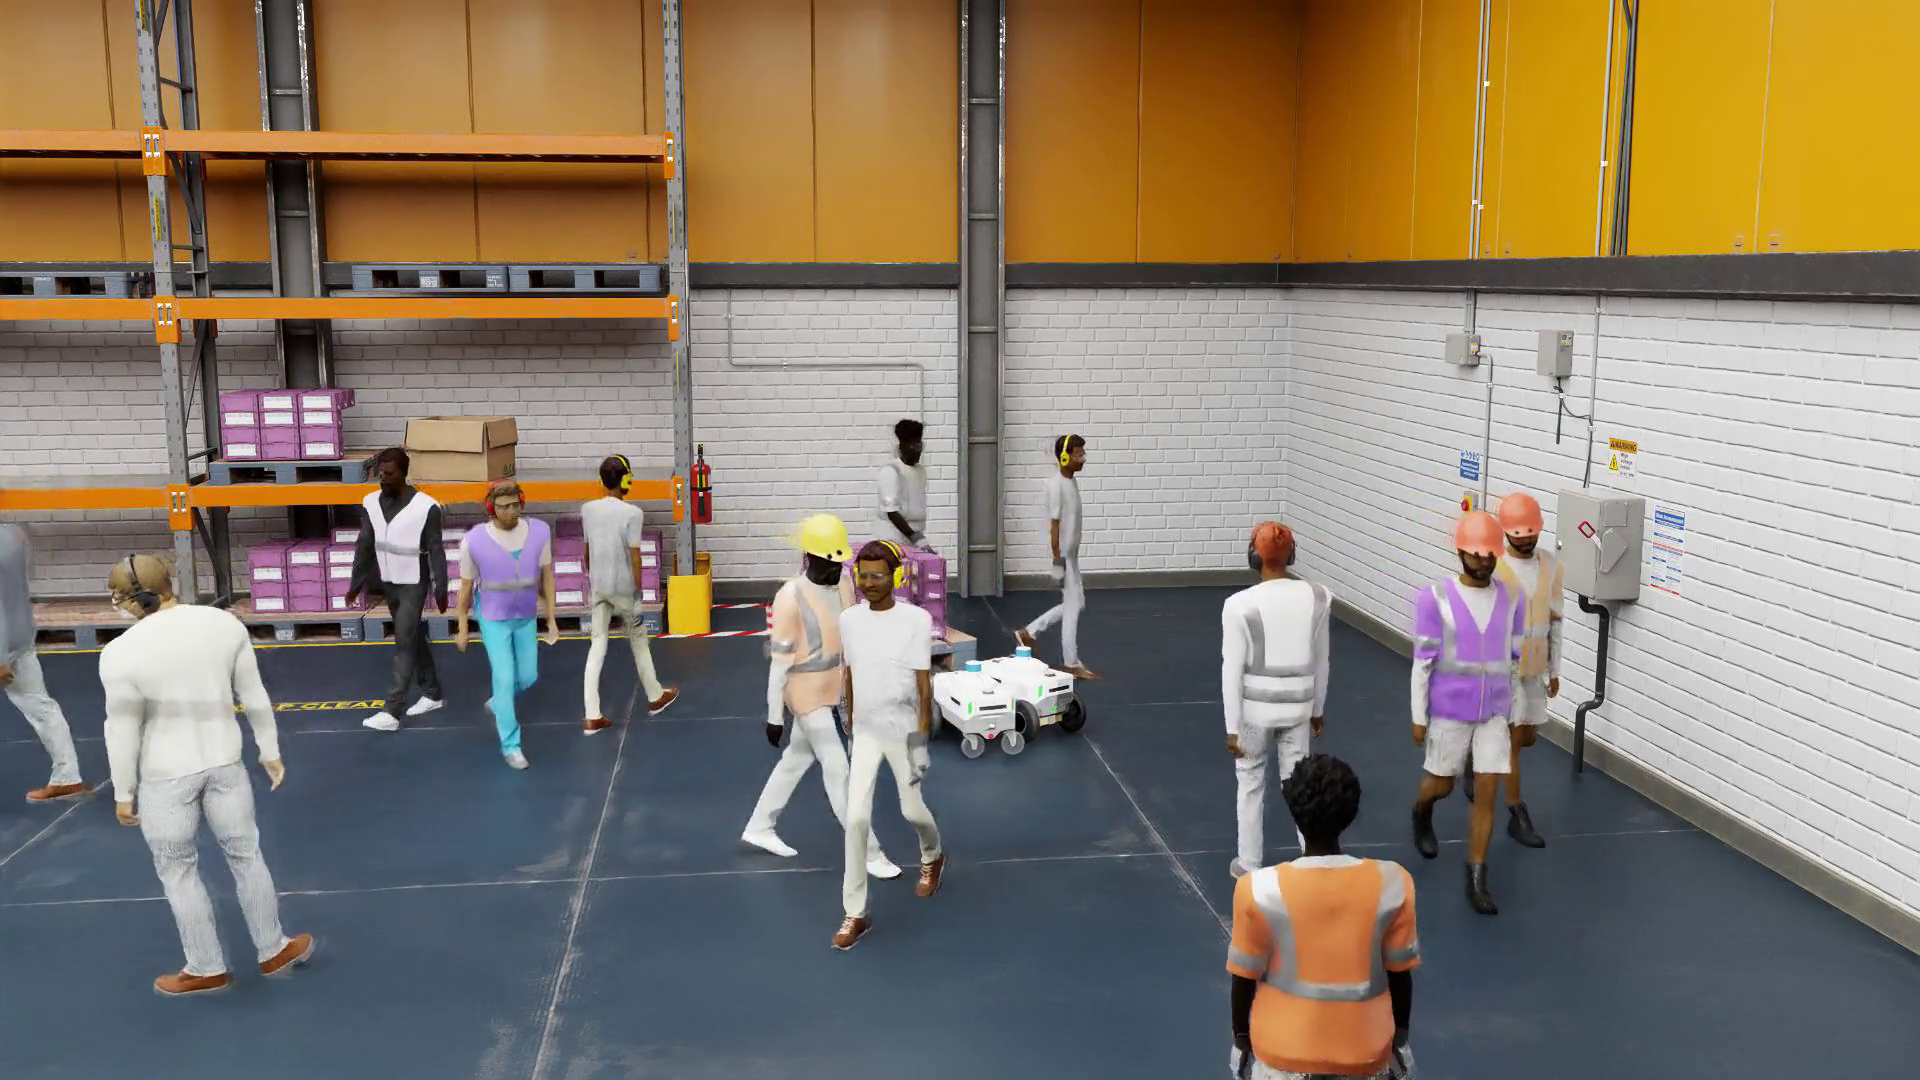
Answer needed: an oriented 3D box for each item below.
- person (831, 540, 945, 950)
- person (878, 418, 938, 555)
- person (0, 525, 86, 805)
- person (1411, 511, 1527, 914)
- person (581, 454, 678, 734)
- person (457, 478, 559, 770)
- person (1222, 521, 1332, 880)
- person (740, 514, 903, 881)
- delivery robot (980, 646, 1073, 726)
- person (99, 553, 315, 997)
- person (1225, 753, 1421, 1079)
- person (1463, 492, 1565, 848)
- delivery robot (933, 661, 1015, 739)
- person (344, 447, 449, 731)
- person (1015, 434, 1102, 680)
[{"bbox_3d":[-0.319,0.887,7.755,0.518,1.836,0.954,3,10,20],"label":"person"},{"bbox_3d":[-0.365,0.018,12.867,0.526,1.926,0.633,5,10,27],"label":"person"},{"bbox_3d":[-5.511,0.600,9.352,1.035,1.879,0.647,-2,9,-13],"label":"person"},{"bbox_3d":[2.456,0.787,8.125,0.549,1.913,0.792,0,9,-3],"label":"person"},{"bbox_3d":[-2.266,0.337,11.191,0.539,1.826,0.936,4,10,21],"label":"person"},{"bbox_3d":[-2.865,0.485,10.337,0.577,1.805,0.716,-8,12,-41],"label":"person"},{"bbox_3d":[1.531,0.840,7.954,0.582,1.865,0.778,-2,9,-12],"label":"person"},{"bbox_3d":[-0.734,0.773,8.399,0.957,1.865,0.671,4,10,24],"label":"person"},{"bbox_3d":[0.418,0.949,11.028,0.477,0.478,0.707,-7,12,-39],"label":"delivery robot"},{"bbox_3d":[-3.171,0.975,7.008,0.436,1.893,0.795,7,12,38],"label":"person"},{"bbox_3d":[1.022,1.439,4.730,0.551,1.681,0.393,0,9,-1],"label":"person"},{"bbox_3d":[2.947,0.655,9.012,0.552,1.903,0.723,-2,9,-15],"label":"person"},{"bbox_3d":[0.088,1.015,10.618,0.477,0.478,0.707,-3,10,-20],"label":"delivery robot"},{"bbox_3d":[-3.800,0.324,11.131,0.614,1.874,0.967,4,10,26],"label":"person"},{"bbox_3d":[0.743,0.123,12.444,0.639,1.853,0.533,3,10,20],"label":"person"}]
